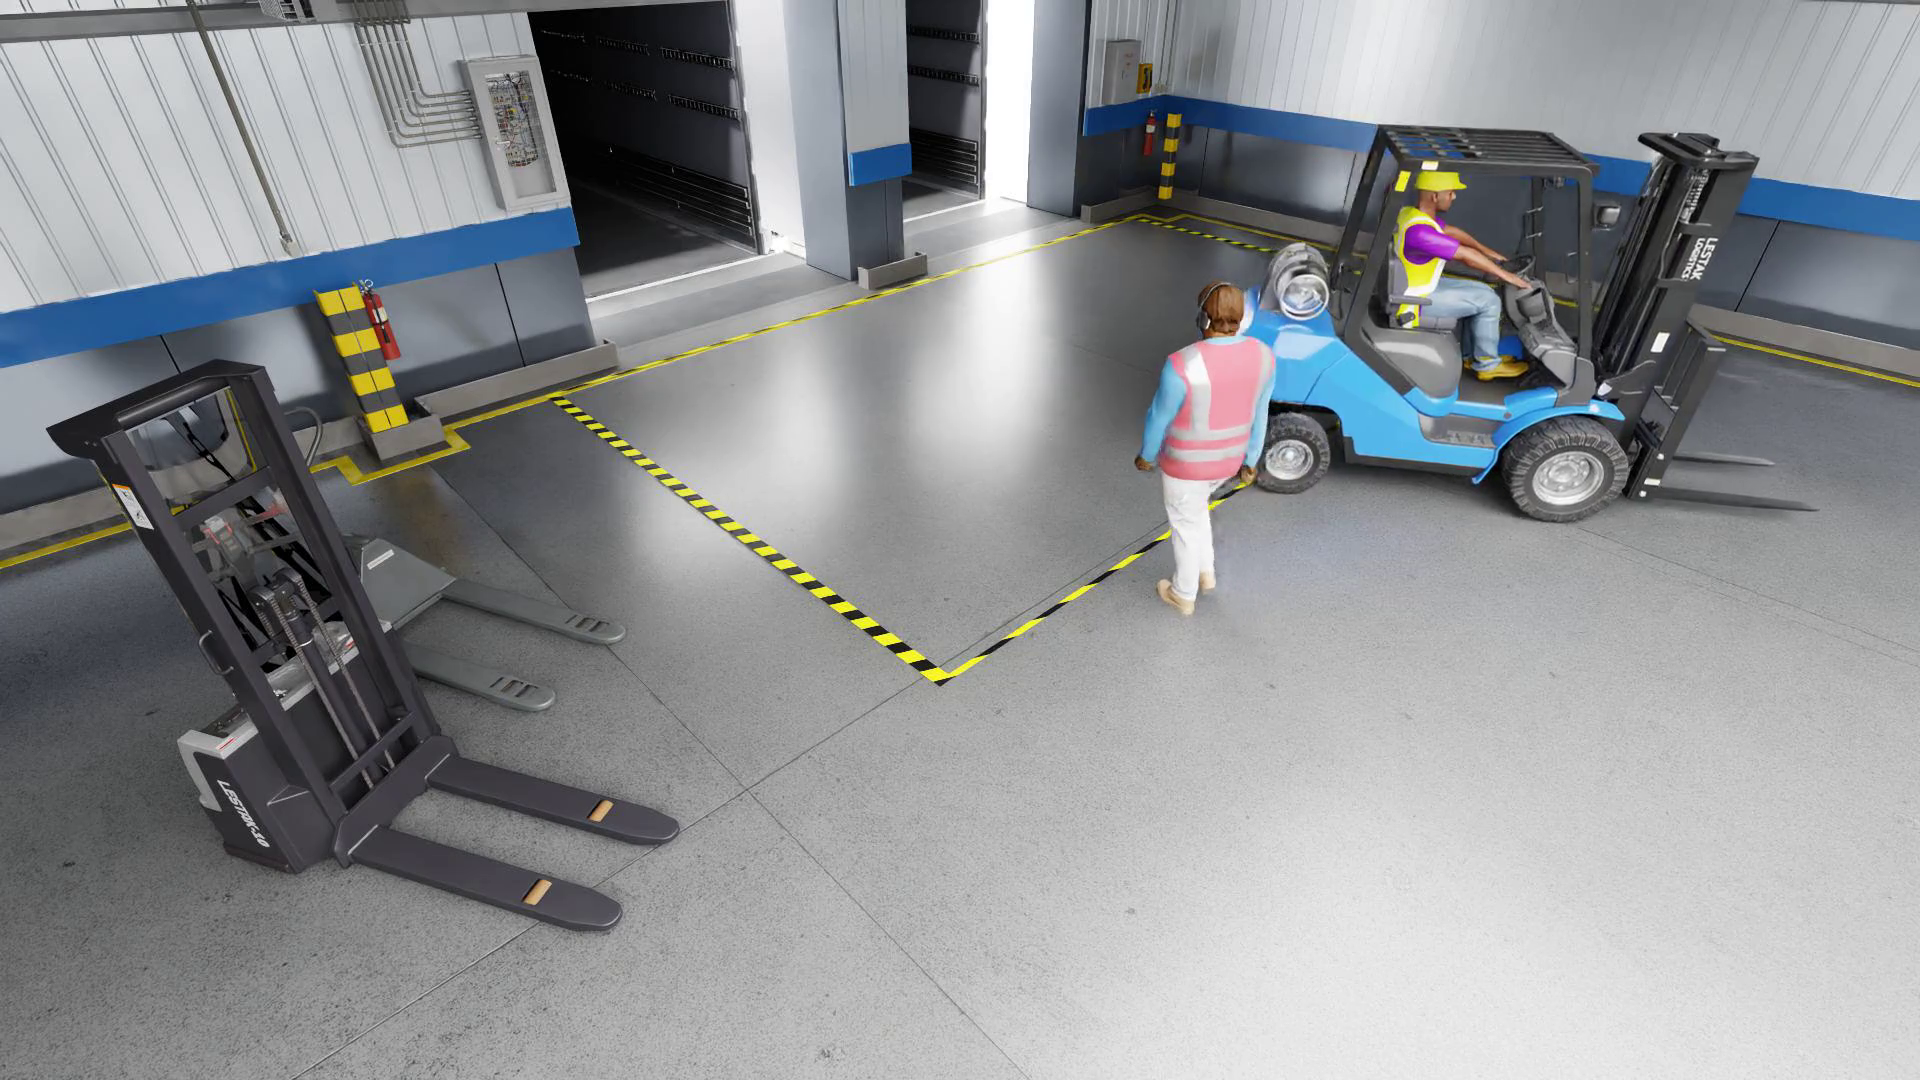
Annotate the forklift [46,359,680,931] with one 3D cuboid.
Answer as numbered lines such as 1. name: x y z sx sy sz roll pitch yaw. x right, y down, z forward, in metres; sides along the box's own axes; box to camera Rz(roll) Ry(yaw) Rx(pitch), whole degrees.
1. forklift: -2.135 0.422 3.354 1.885 1.965 0.823 10 35 14

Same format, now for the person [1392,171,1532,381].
1. person: 3.208 -1.664 5.772 1.004 1.294 0.635 8 35 11

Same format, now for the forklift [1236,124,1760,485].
1. forklift: 3.152 -1.521 5.895 2.680 2.036 1.157 8 35 11

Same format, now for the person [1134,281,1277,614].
1. person: 1.235 -0.421 4.751 0.623 1.822 0.455 -17 38 -23

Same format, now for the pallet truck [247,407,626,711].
1. pallet truck: -2.628 0.038 4.590 1.601 1.201 0.680 12 36 18
